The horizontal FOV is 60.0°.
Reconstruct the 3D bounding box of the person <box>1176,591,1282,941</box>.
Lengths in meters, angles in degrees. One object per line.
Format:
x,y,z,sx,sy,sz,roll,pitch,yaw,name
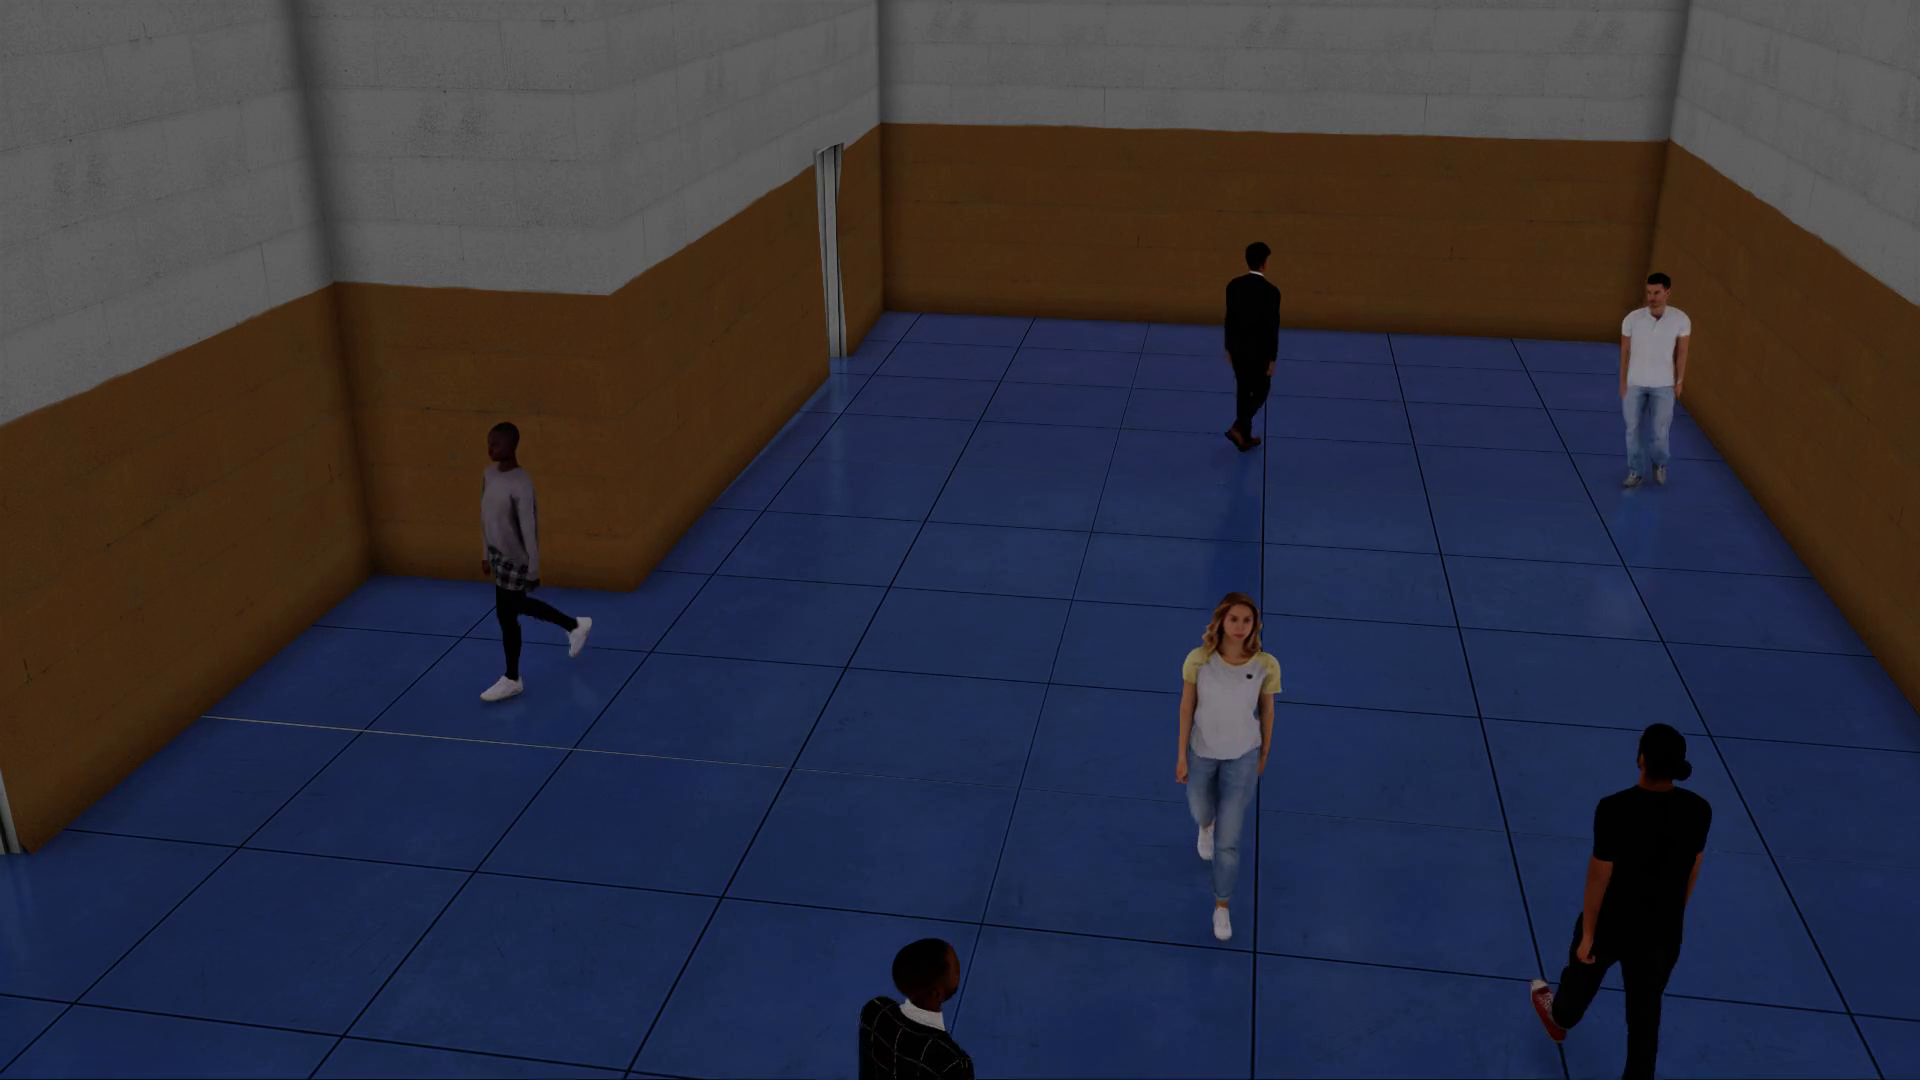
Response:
1.262,1.018,8.079,1.041,1.695,0.705,3,22,7,person

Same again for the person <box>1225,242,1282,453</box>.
2.469,-1.635,14.470,0.978,1.867,1.003,18,28,38,person

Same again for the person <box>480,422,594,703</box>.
-2.693,0.098,10.312,1.100,1.751,1.098,-19,28,-38,person

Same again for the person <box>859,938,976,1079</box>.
-0.178,2.078,5.312,1.051,1.806,1.006,-16,27,-35,person

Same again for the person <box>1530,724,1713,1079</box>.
2.717,1.589,6.638,1.073,1.724,0.863,-1,22,-2,person

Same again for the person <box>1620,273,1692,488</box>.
5.715,-1.320,13.730,0.822,1.834,0.877,11,24,26,person
